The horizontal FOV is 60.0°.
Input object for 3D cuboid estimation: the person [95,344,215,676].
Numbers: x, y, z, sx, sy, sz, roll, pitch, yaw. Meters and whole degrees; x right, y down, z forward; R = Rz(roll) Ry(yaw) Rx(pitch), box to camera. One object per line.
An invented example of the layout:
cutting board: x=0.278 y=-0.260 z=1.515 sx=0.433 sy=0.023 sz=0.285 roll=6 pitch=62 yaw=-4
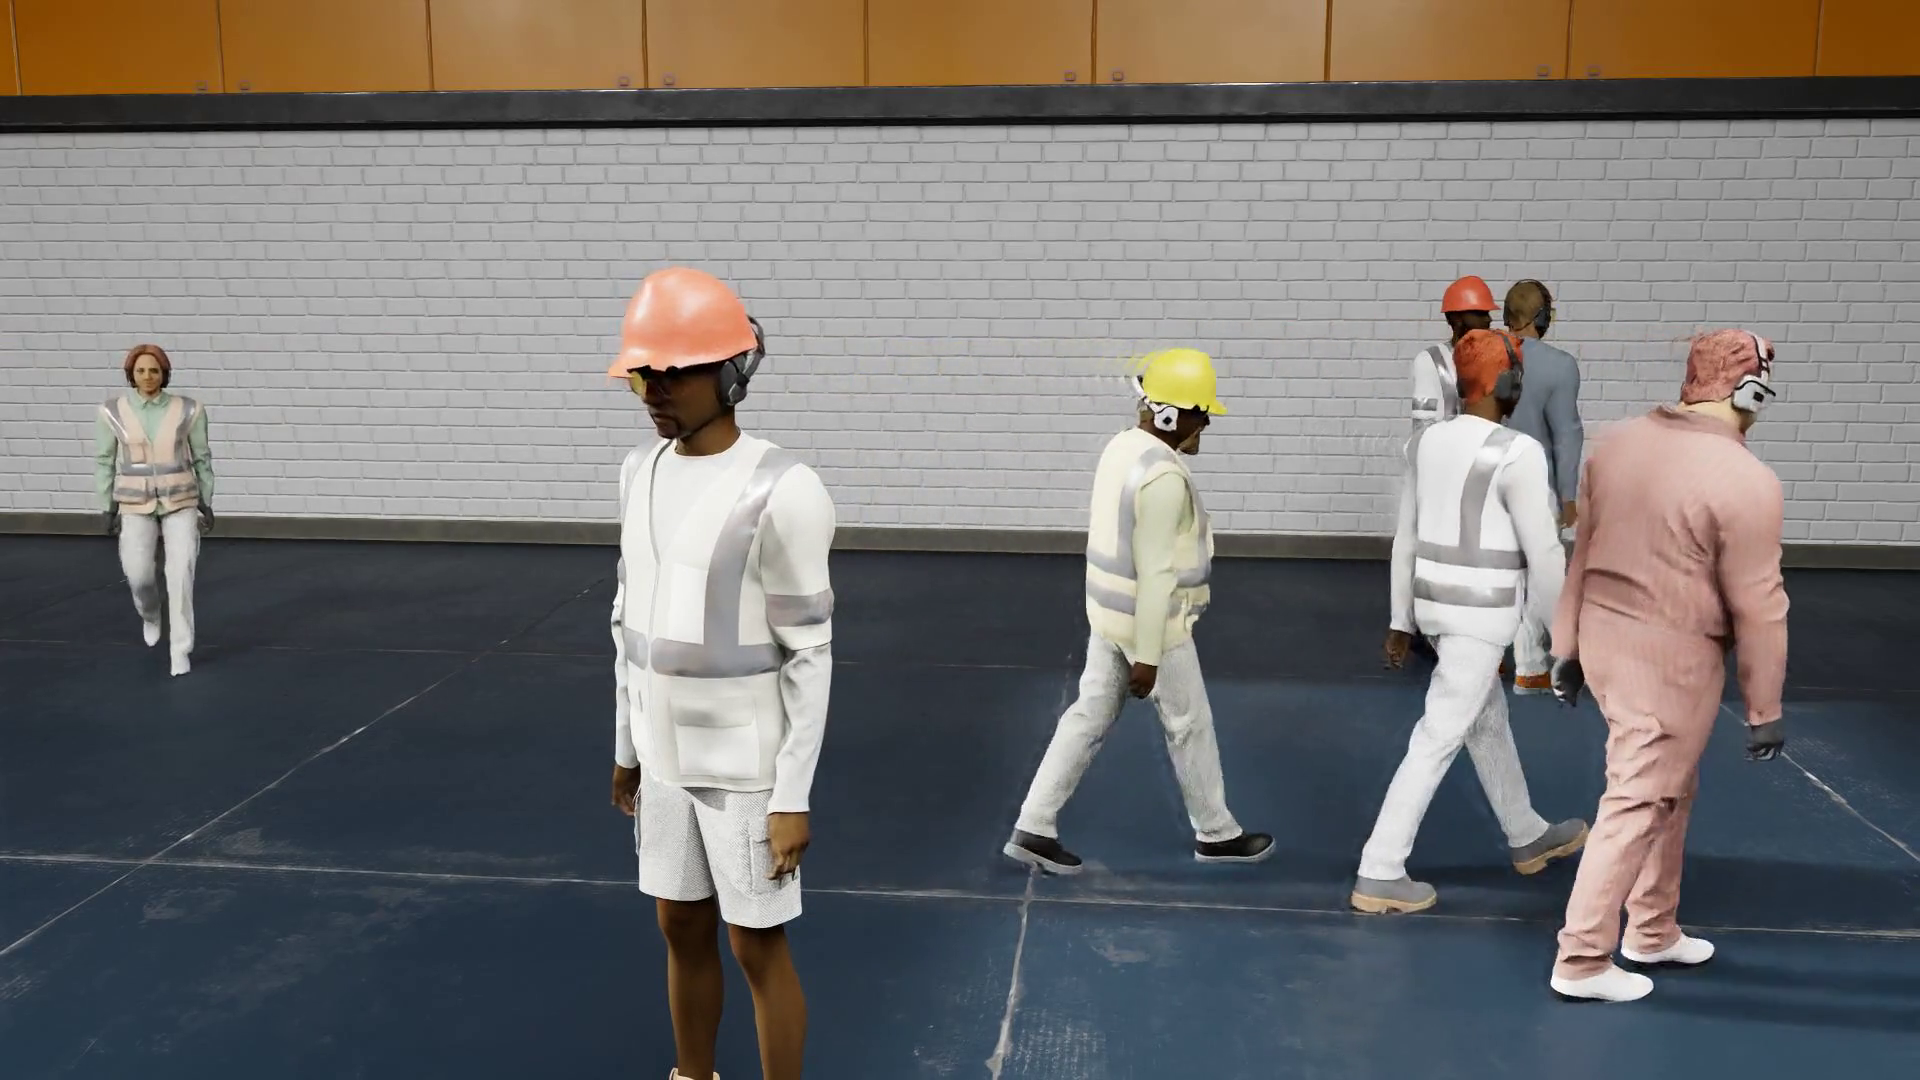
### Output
person: x=-3.973 y=-0.165 z=8.252 sx=0.524 sy=1.626 sz=0.573 roll=-4 pitch=11 yaw=-22

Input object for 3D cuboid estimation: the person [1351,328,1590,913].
person: x=1.656 y=0.256 z=5.267 sx=0.997 sy=1.831 sz=0.582 roll=-3 pitch=10 yaw=-17

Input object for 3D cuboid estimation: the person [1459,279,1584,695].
person: x=2.624 y=-0.246 z=7.814 sx=0.372 sy=1.940 sz=0.632 roll=-8 pitch=12 yaw=-37

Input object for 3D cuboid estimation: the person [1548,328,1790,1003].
person: x=1.973 y=0.366 z=4.518 sx=0.744 sy=1.861 sz=0.668 roll=-2 pitch=10 yaw=-13

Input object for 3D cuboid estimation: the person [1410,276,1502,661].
person: x=2.538 y=-0.362 z=8.466 sx=0.545 sy=1.942 sz=0.352 roll=-5 pitch=11 yaw=-26

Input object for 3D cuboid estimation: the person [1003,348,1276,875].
person: x=0.584 y=0.252 z=5.461 sx=0.951 sy=1.770 sz=0.599 roll=-3 pitch=10 yaw=-17

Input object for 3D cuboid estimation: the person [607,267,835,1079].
person: x=-0.540 y=0.456 z=3.507 sx=0.605 sy=2.040 sz=0.385 roll=8 pitch=13 yaw=39
